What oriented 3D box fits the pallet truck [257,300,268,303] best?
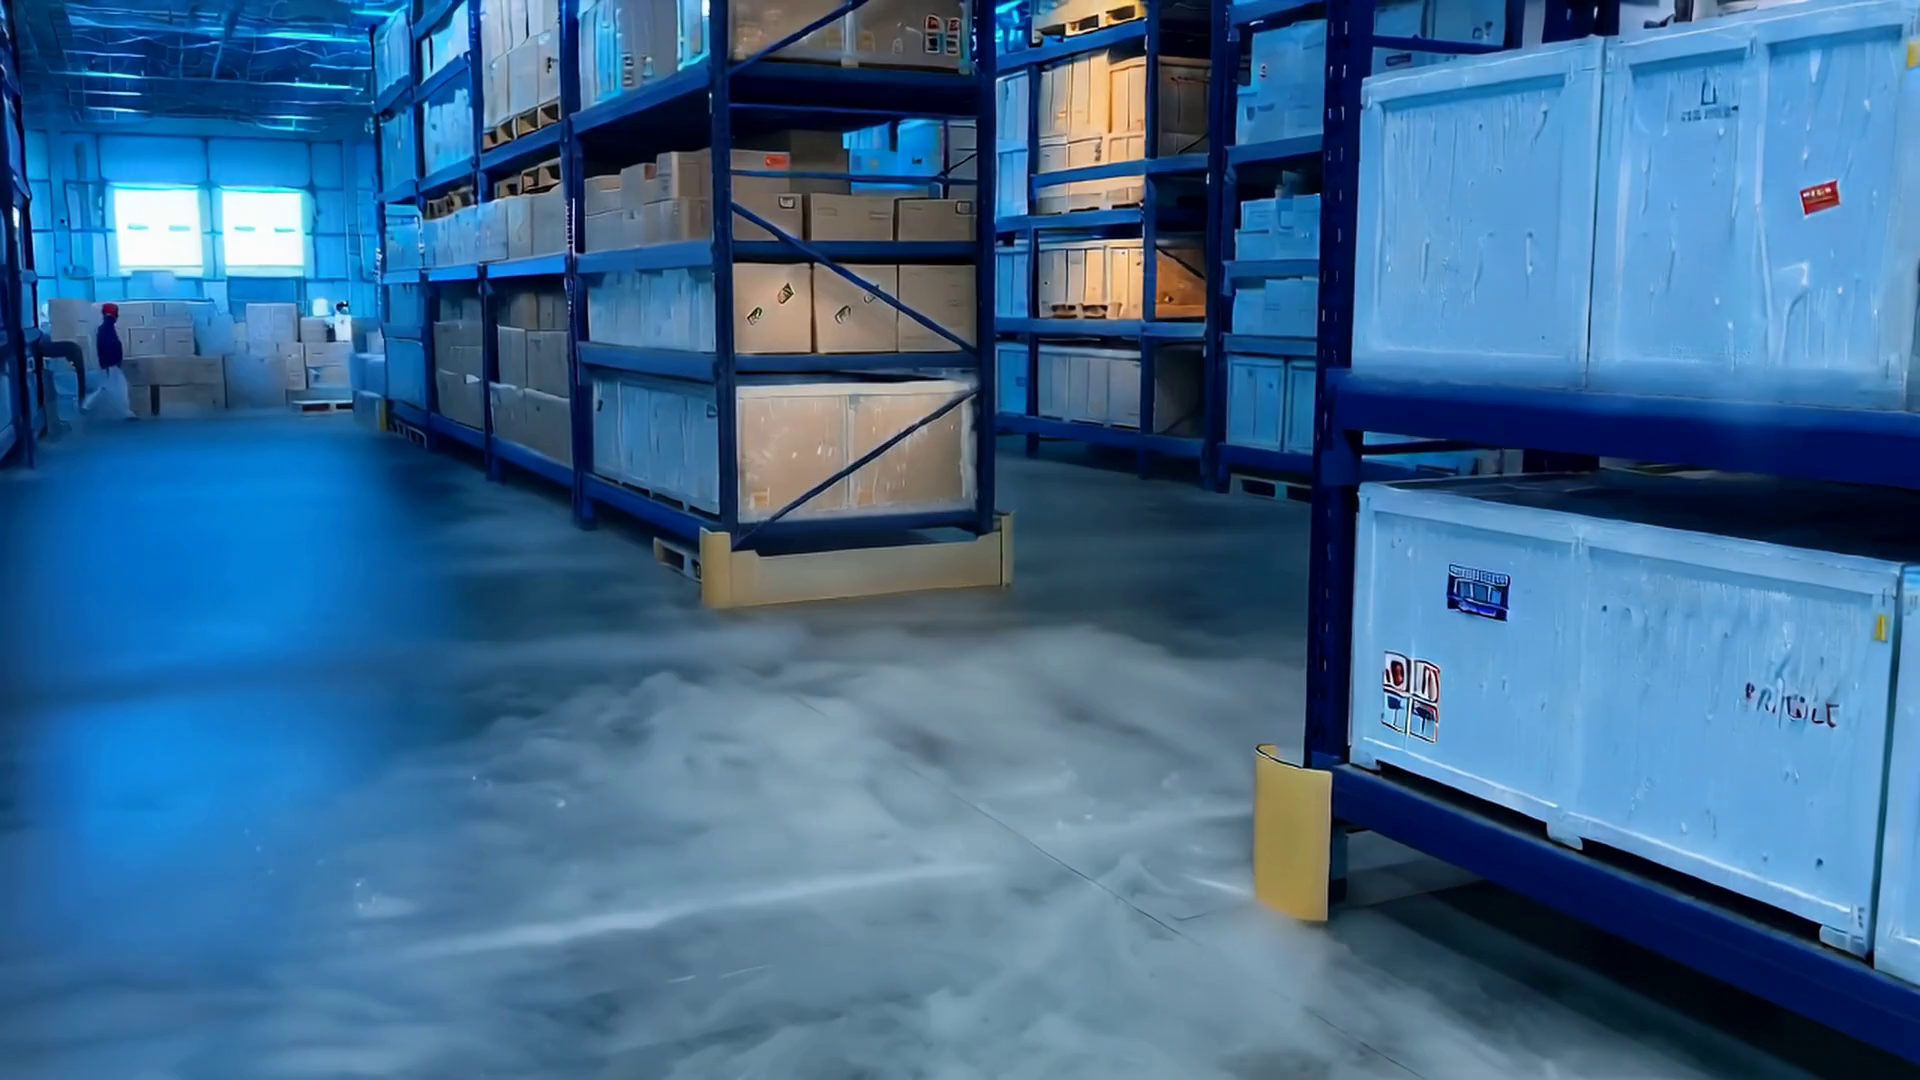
[{"bbox_3d":[-23.913,-7.404,58.171,1.885,1.965,0.823,-1,8,-9],"label":"pallet truck"}]

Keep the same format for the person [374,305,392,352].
[{"bbox_3d":[-11.028,-3.593,32.213,0.827,1.914,0.553,1,8,6],"label":"person"}]

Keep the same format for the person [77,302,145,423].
[{"bbox_3d":[-13.836,-2.866,26.981,0.899,1.970,0.608,-7,11,-38],"label":"person"}]

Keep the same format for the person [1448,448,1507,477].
[{"bbox_3d":[3.978,-0.654,12.699,0.392,1.688,0.536,-4,9,-27],"label":"person"}]

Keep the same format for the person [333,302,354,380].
[{"bbox_3d":[-15.235,-4.909,41.184,0.371,1.936,0.629,2,9,14],"label":"person"}]

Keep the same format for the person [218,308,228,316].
[{"bbox_3d":[-15.303,-3.890,34.510,0.629,1.837,0.429,7,11,39],"label":"person"}]

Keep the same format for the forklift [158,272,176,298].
[{"bbox_3d":[-24.191,-6.780,50.842,1.873,2.768,1.129,-3,9,-19],"label":"forklift"}]

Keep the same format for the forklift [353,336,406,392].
[{"bbox_3d":[-9.386,-3.559,28.633,1.129,2.768,1.873,7,11,38],"label":"forklift"}]
